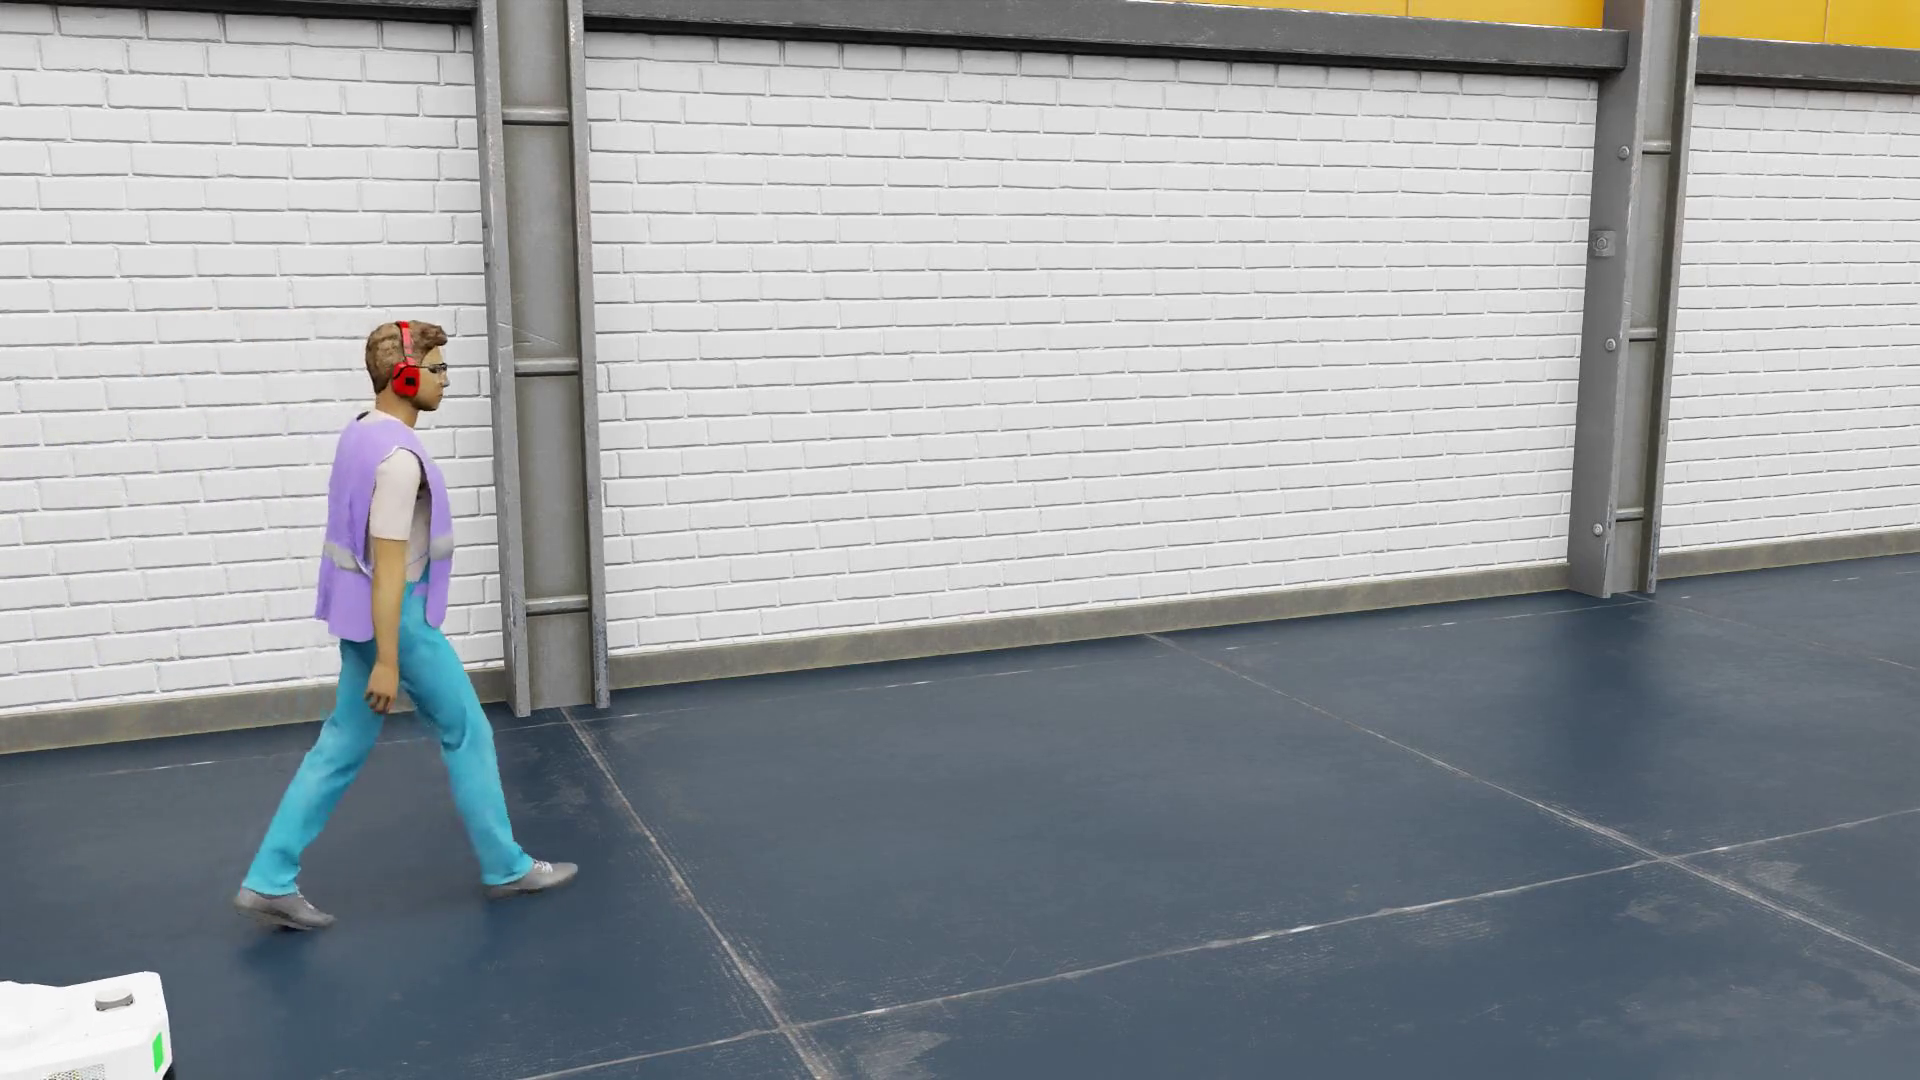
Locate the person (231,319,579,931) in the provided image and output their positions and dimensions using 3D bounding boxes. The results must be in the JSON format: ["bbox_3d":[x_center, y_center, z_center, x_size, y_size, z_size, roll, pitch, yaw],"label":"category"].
[{"bbox_3d":[-1.687,0.256,4.872,0.976,1.800,0.561,-7,12,-33],"label":"person"}]

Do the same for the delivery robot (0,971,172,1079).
[{"bbox_3d":[-2.009,1.096,3.398,0.707,0.478,0.477,-6,12,-29],"label":"delivery robot"}]
